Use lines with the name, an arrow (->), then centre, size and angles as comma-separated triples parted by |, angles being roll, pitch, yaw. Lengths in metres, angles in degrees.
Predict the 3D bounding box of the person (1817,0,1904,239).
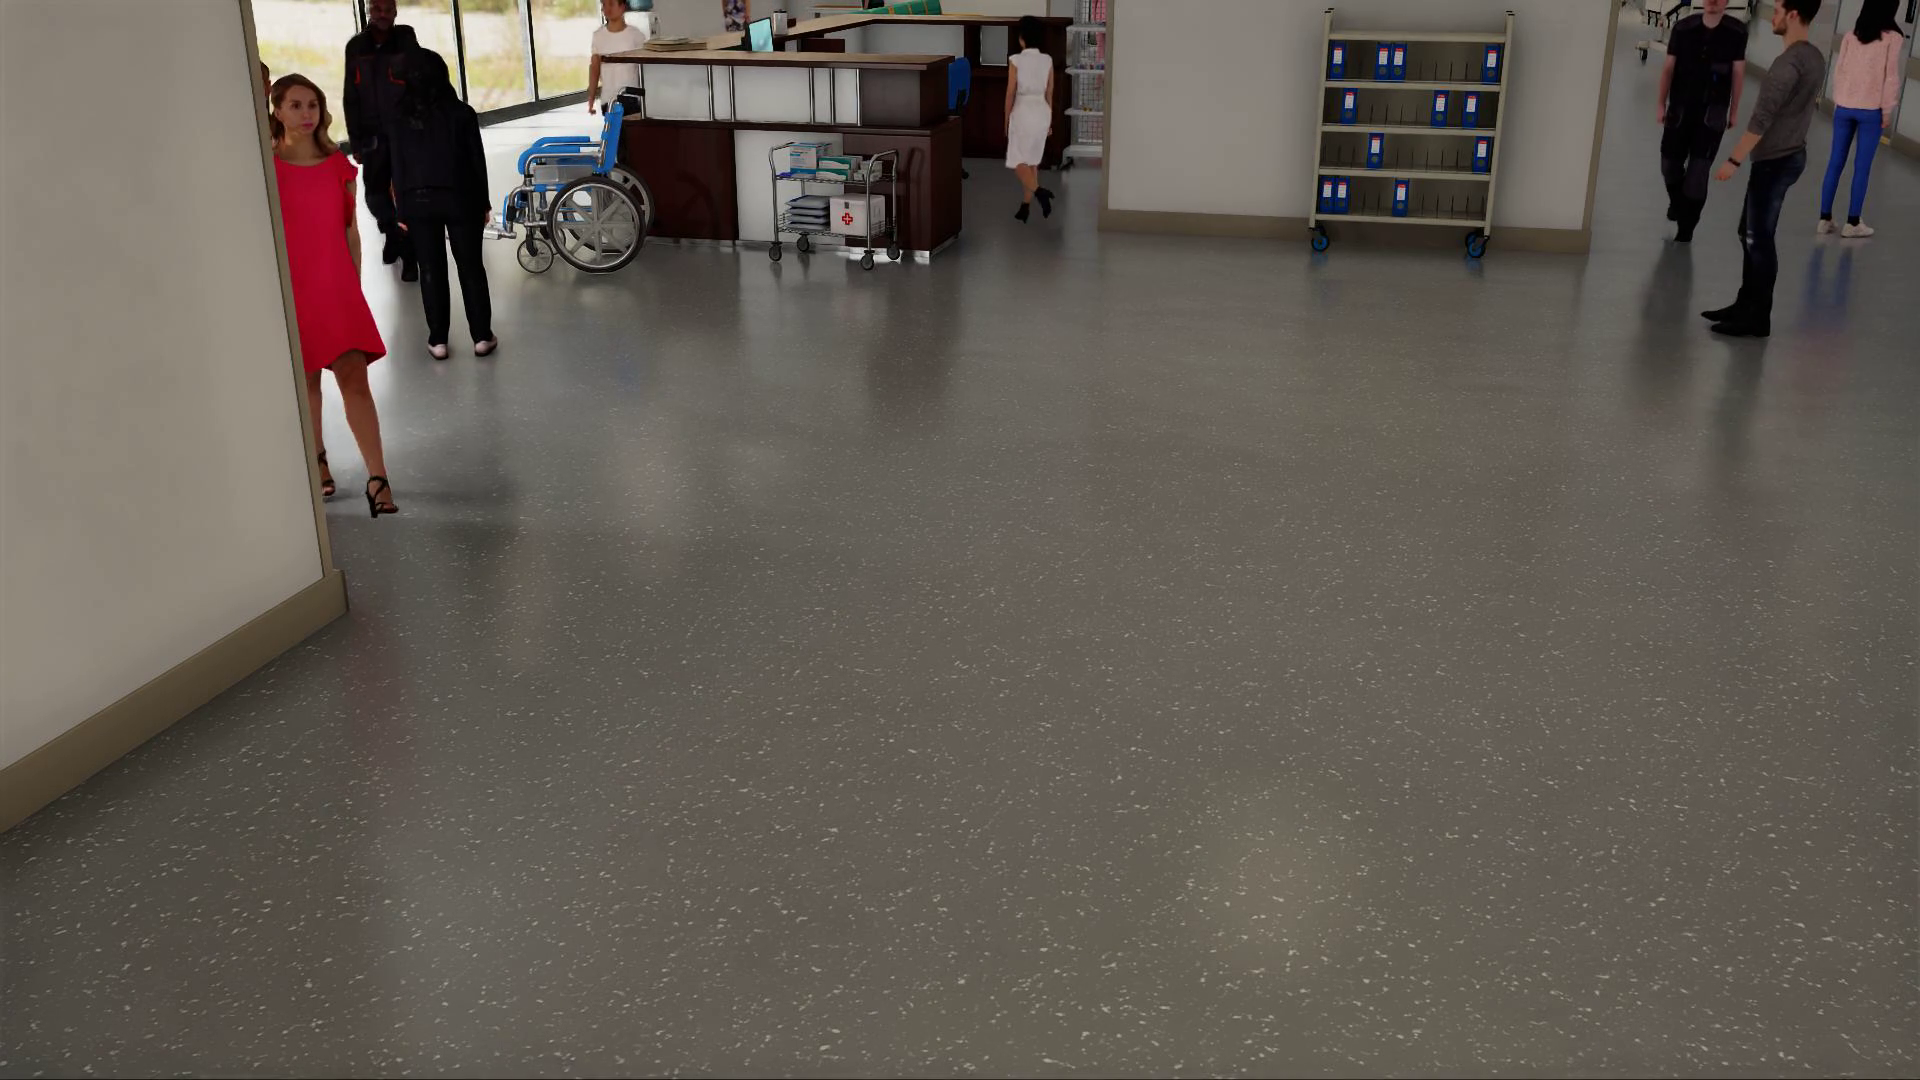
person -> 6.614, -3.139, 12.221 | 0.770, 1.769, 0.713 | -11, 24, -27

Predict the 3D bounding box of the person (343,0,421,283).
person -> -3.669, -2.640, 10.855 | 0.974, 1.803, 0.967 | -1, 21, -3

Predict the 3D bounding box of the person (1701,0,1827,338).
person -> 4.557, -2.067, 9.208 | 0.781, 1.898, 0.786 | 13, 24, 31

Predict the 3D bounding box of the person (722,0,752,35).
person -> -3.086, -7.315, 23.327 | 0.958, 1.711, 0.697 | 7, 22, 18

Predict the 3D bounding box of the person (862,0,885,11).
person -> -1.318, -8.115, 25.254 | 0.676, 1.843, 0.698 | 12, 24, 28

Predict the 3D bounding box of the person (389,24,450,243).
person -> -3.917, -2.801, 11.641 | 0.639, 1.548, 0.609 | 5, 21, 13

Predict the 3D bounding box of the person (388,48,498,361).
person -> -2.754, -1.779, 8.851 | 0.737, 1.612, 0.829 | -6, 22, -16

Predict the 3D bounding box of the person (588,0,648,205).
person -> -2.712, -3.604, 13.536 | 0.680, 1.706, 0.709 | 7, 22, 17

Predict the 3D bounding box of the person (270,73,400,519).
person -> -2.553, -0.935, 6.514 | 1.009, 1.689, 1.085 | -12, 24, -30

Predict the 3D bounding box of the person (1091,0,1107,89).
person -> 2.013, -7.016, 22.410 | 0.444, 1.802, 0.679 | 5, 21, 13

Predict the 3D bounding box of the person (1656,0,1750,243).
person -> 5.366, -3.120, 12.082 | 1.071, 1.832, 0.969 | 13, 24, 30

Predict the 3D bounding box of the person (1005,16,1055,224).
person -> 0.550, -3.110, 12.472 | 0.910, 1.536, 0.938 | -9, 23, -23
